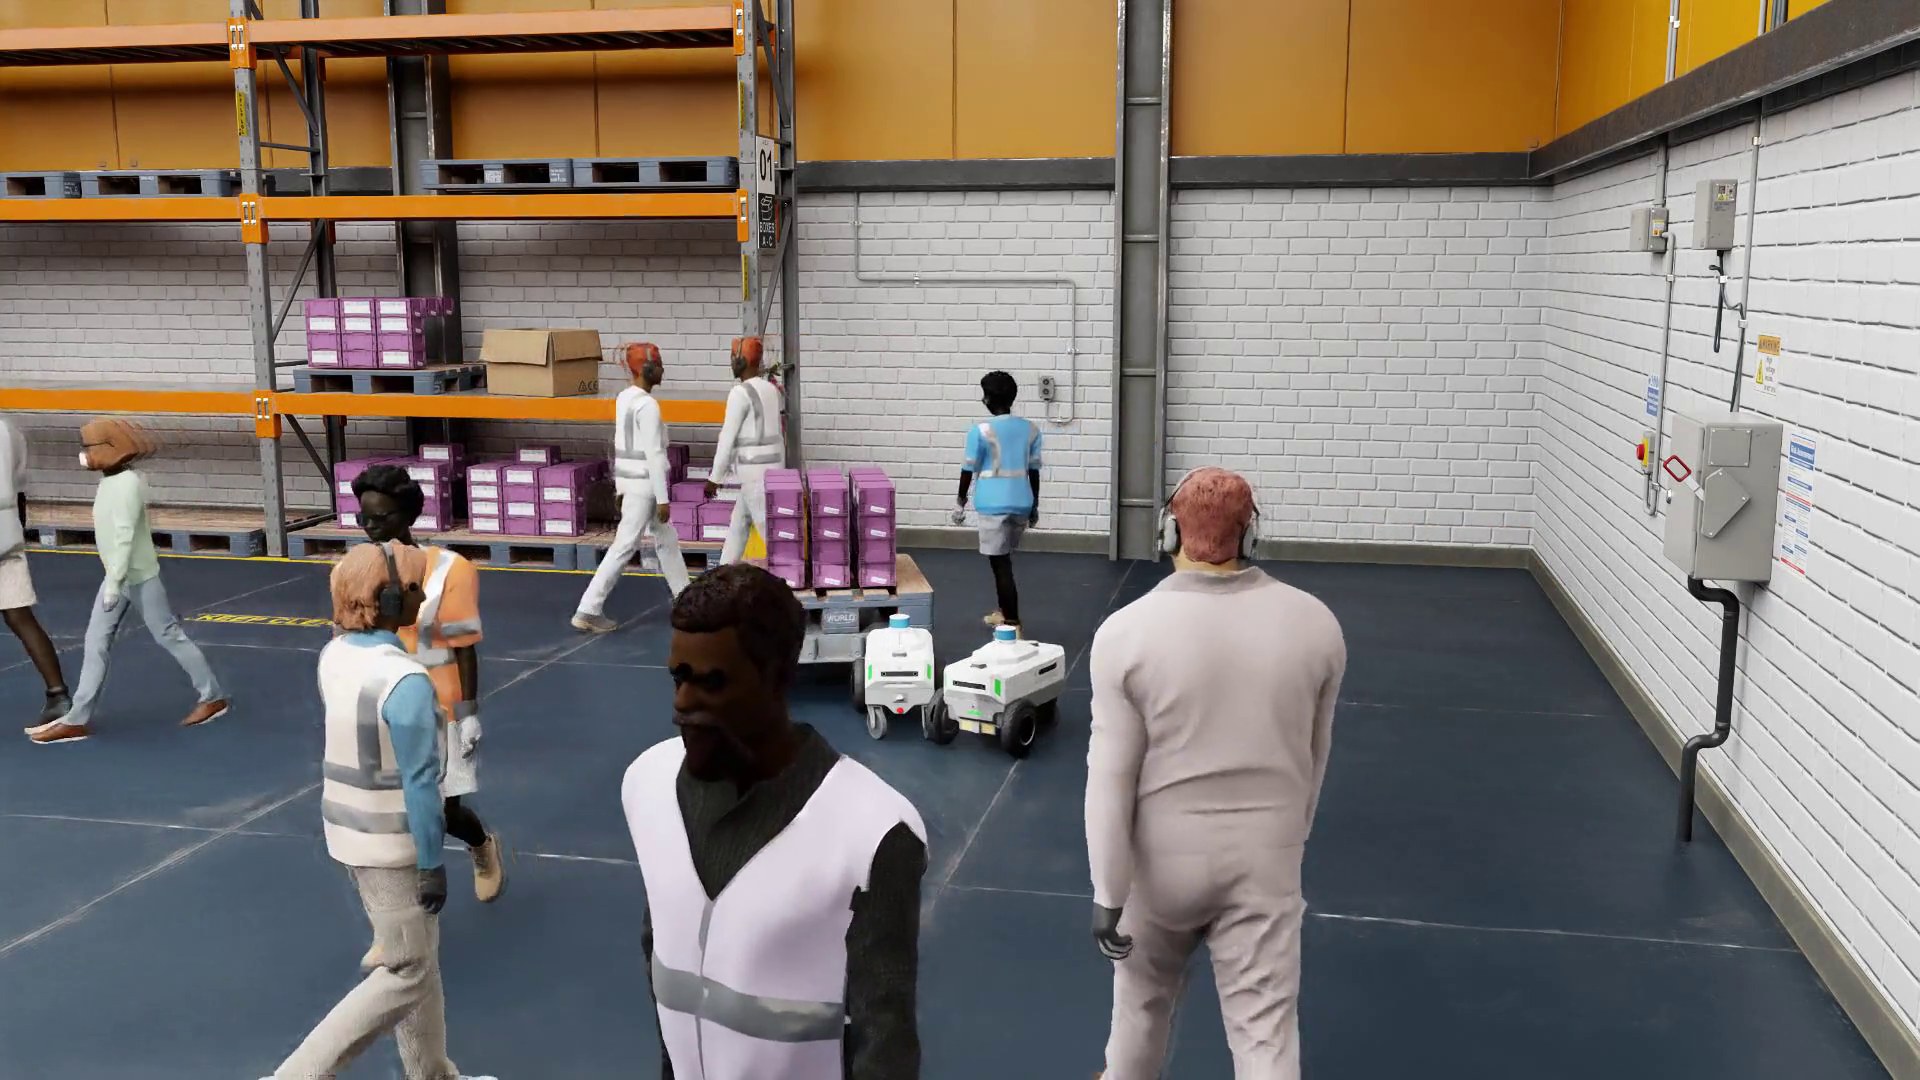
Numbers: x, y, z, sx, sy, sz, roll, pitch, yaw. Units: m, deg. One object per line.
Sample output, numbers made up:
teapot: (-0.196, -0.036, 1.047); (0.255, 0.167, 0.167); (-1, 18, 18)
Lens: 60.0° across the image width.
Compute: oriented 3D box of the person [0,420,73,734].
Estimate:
person: (-4.800, 0.022, 8.147); (1.018, 1.920, 0.610); (3, 10, 19)

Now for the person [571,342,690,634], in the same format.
person: (-2.017, -0.328, 10.507); (0.999, 1.836, 0.587); (-4, 10, -23)

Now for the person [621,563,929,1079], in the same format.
person: (-0.320, 0.958, 2.662); (0.613, 1.862, 0.996); (6, 11, 32)

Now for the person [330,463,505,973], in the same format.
person: (-1.828, 0.562, 5.603); (0.540, 1.676, 0.569); (1, 10, 9)

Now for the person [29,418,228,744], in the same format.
person: (-4.089, 0.189, 8.175); (0.902, 1.576, 0.509); (-8, 13, -41)

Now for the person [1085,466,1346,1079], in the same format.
person: (0.602, 0.757, 3.970); (0.640, 1.865, 1.022); (-1, 10, -7)

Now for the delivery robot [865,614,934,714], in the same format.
delivery robot: (-0.303, 0.618, 8.367); (0.477, 0.478, 0.707); (0, 9, -2)

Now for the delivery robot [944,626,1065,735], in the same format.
delivery robot: (0.224, 0.662, 8.106); (0.477, 0.478, 0.707); (6, 11, 31)

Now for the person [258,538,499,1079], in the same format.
person: (-1.541, 0.807, 4.309); (0.651, 1.617, 0.519); (-8, 12, -41)

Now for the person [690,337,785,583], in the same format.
person: (-1.416, -0.445, 11.236); (0.964, 1.836, 0.579); (3, 10, 16)

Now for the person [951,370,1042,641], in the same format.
person: (0.201, -0.205, 10.262); (0.537, 1.670, 0.681); (-8, 12, -38)
